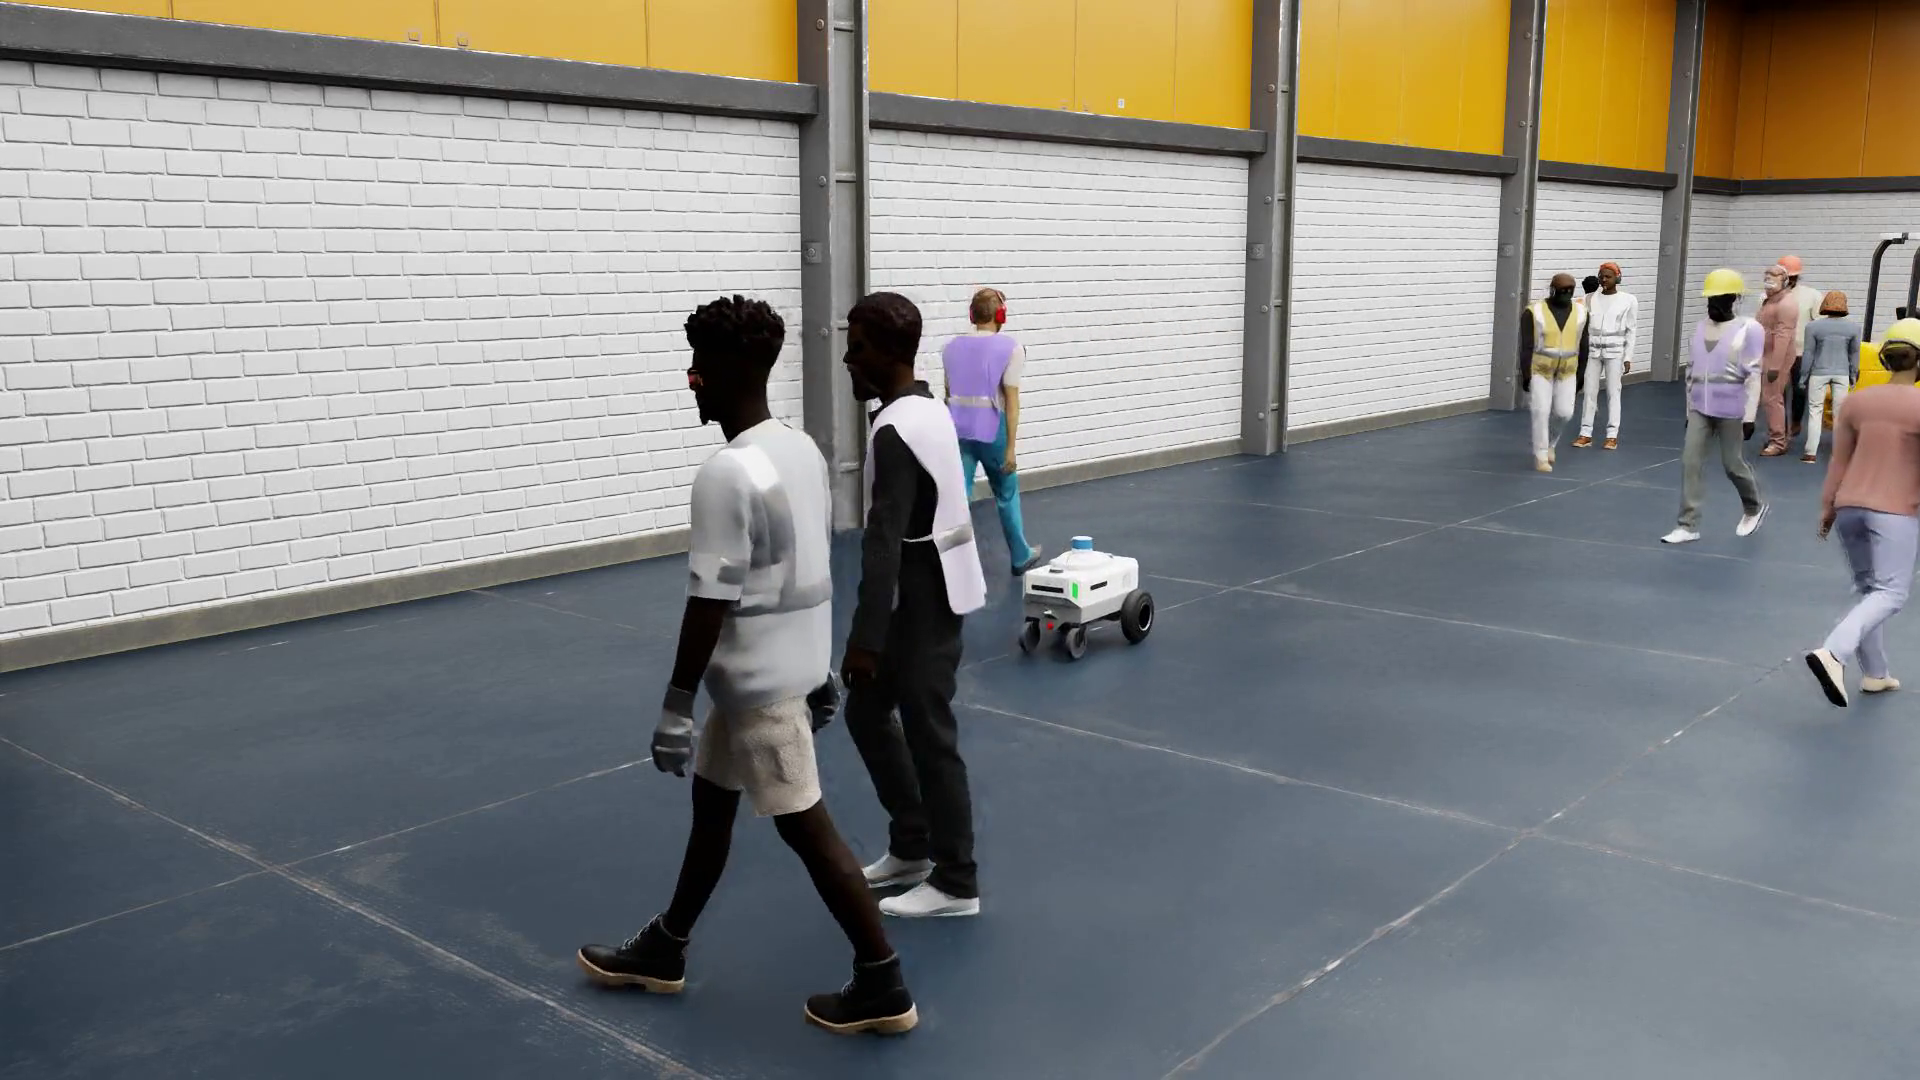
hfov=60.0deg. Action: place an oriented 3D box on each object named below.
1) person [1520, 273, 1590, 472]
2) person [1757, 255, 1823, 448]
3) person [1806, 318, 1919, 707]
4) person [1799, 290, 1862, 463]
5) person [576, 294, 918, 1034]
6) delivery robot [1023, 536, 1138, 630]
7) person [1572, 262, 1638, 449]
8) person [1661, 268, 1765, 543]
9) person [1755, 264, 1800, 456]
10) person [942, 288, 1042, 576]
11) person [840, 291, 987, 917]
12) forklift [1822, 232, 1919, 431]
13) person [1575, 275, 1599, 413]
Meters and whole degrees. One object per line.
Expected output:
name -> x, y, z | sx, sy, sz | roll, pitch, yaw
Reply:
person -> 5.400, -1.528, 15.178 | 0.634, 1.816, 0.537 | 0, 10, 1
person -> 8.490, -1.931, 17.028 | 0.657, 1.961, 0.694 | 5, 11, 28
person -> 4.014, -0.115, 7.370 | 0.801, 1.728, 0.548 | -5, 11, -27
person -> 8.195, -1.532, 15.688 | 0.506, 1.633, 0.279 | 2, 10, 13
person -> -0.546, 0.331, 4.288 | 0.998, 1.913, 0.622 | 2, 10, 12
delivery robot -> 0.617, 0.225, 8.459 | 0.477, 0.478, 0.707 | 7, 11, 32
person -> 6.523, -1.860, 16.847 | 0.574, 1.883, 0.356 | 7, 12, 36
person -> 5.287, -0.925, 11.494 | 0.878, 1.897, 0.598 | -6, 12, -31
person -> 7.983, -1.760, 16.329 | 0.445, 1.870, 0.802 | 3, 10, 17
person -> 0.160, -0.595, 9.912 | 0.569, 1.784, 1.006 | 6, 12, 30
person -> -0.186, 0.214, 4.997 | 0.571, 1.897, 0.614 | 0, 10, 1
forklift -> 9.955, -1.972, 16.595 | 2.313, 2.155, 1.214 | 1, 10, 8
person -> 7.741, -2.410, 20.528 | 0.530, 1.691, 0.318 | 2, 10, 14
